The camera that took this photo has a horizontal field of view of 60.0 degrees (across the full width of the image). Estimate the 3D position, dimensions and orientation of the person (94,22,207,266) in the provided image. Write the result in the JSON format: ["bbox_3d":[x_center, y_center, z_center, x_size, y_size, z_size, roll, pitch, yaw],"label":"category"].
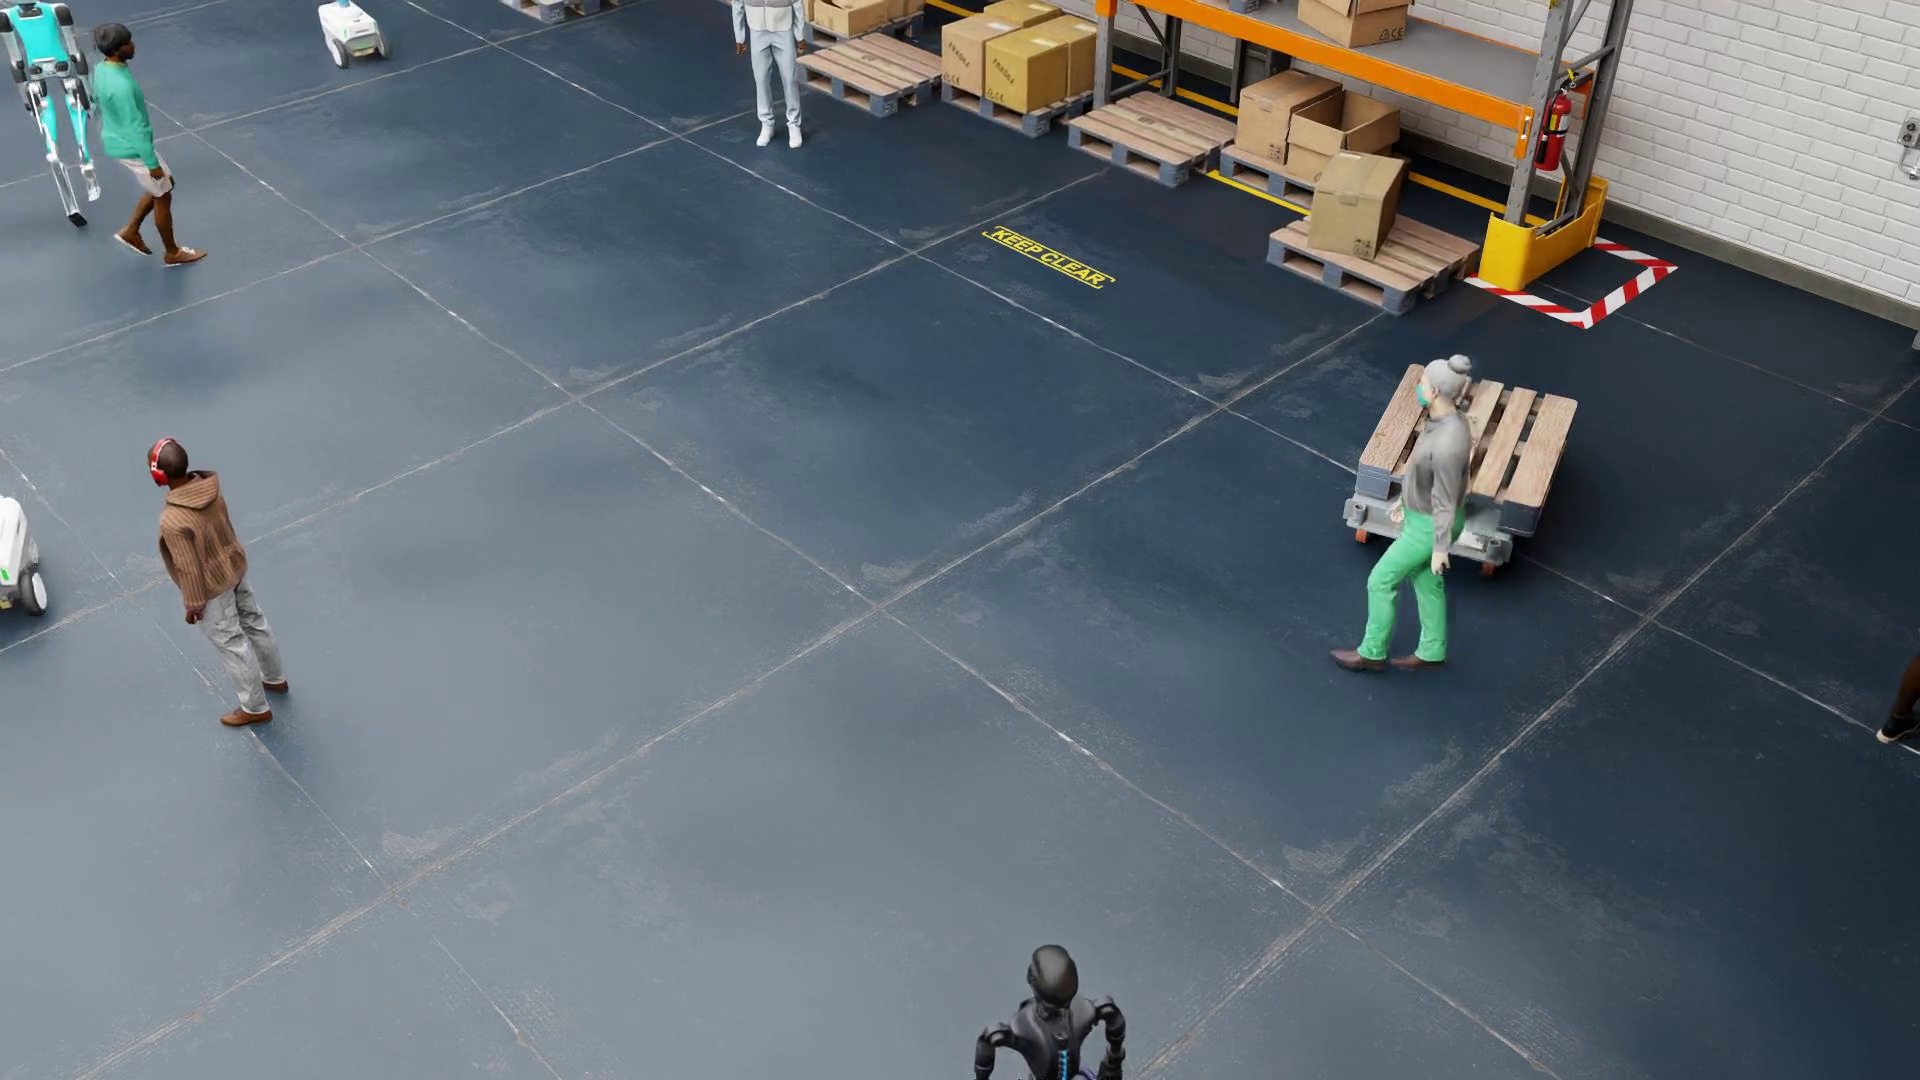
[{"bbox_3d":[-5.916,-2.795,11.931,0.478,1.834,0.529,-22,42,-27],"label":"person"}]

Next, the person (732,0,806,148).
[{"bbox_3d":[-1.569,-4.198,13.736,0.601,1.906,0.414,1,37,1],"label":"person"}]

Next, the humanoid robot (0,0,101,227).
[{"bbox_3d":[-6.866,-3.238,12.635,0.531,1.774,0.996,-12,39,-15],"label":"humanoid robot"}]

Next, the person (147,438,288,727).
[{"bbox_3d":[-3.623,0.212,8.103,0.318,1.650,0.458,5,37,6],"label":"person"}]

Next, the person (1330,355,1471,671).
[{"bbox_3d":[2.275,-0.122,8.408,0.727,1.817,0.536,10,38,13],"label":"person"}]

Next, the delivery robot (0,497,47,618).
[{"bbox_3d":[-5.348,0.113,9.152,0.499,0.601,0.803,-12,39,-15],"label":"delivery robot"}]

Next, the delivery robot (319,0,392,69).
[{"bbox_3d":[-5.725,-4.786,15.648,0.499,0.614,0.797,-24,43,-28],"label":"delivery robot"}]

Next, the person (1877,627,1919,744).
[{"bbox_3d":[4.834,0.262,7.781,0.361,1.963,0.611,-20,42,-25],"label":"person"}]

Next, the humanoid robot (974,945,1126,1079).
[{"bbox_3d":[0.311,2.029,5.696,0.598,1.639,0.653,-10,38,-14],"label":"humanoid robot"}]
